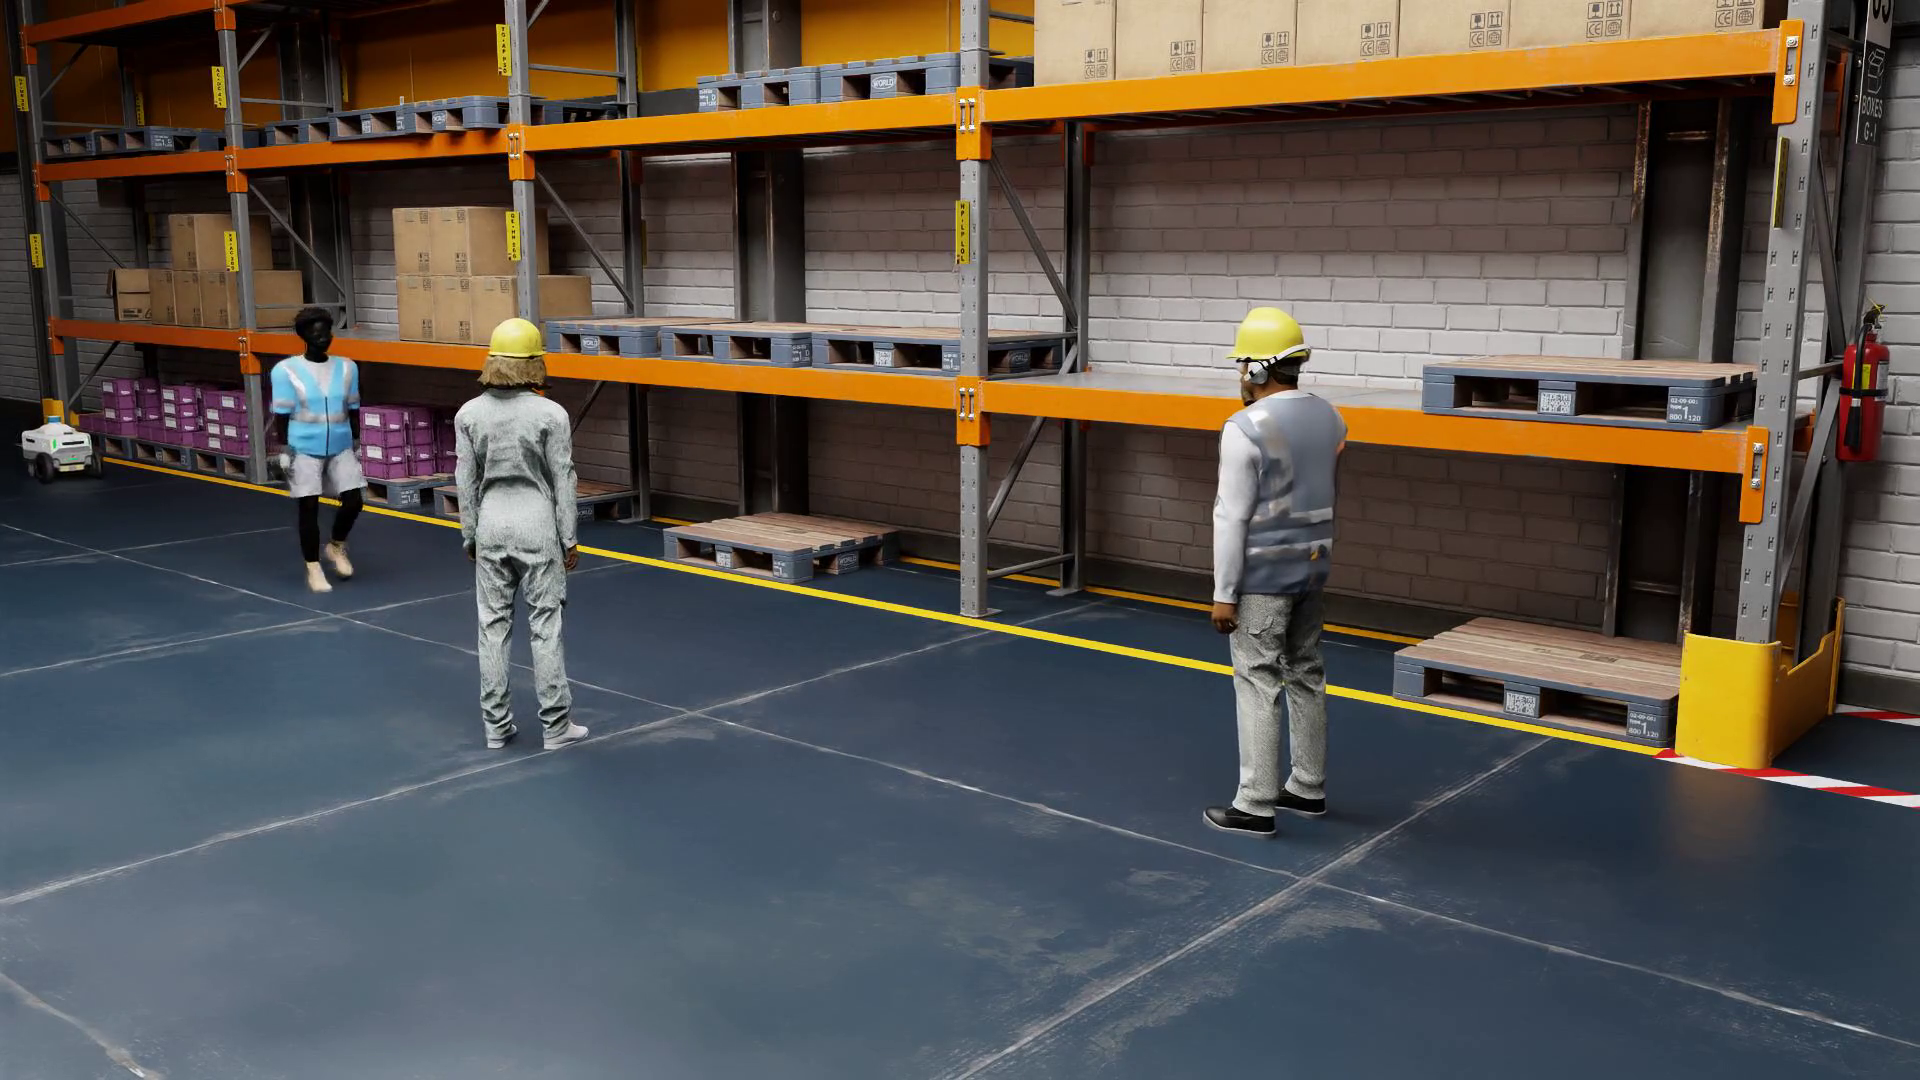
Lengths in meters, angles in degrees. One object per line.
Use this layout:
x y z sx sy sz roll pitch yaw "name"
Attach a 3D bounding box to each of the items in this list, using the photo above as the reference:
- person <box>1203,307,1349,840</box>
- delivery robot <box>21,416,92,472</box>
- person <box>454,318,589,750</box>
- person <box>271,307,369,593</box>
1.078 0.114 5.765 0.591 1.823 0.405 -9 13 -41 "person"
-7.904 -0.844 14.546 0.707 0.478 0.477 8 13 39 "delivery robot"
-1.775 -0.019 6.737 0.493 1.742 0.322 1 10 8 "person"
-3.768 -0.525 9.793 0.545 1.689 0.363 -9 13 -41 "person"
